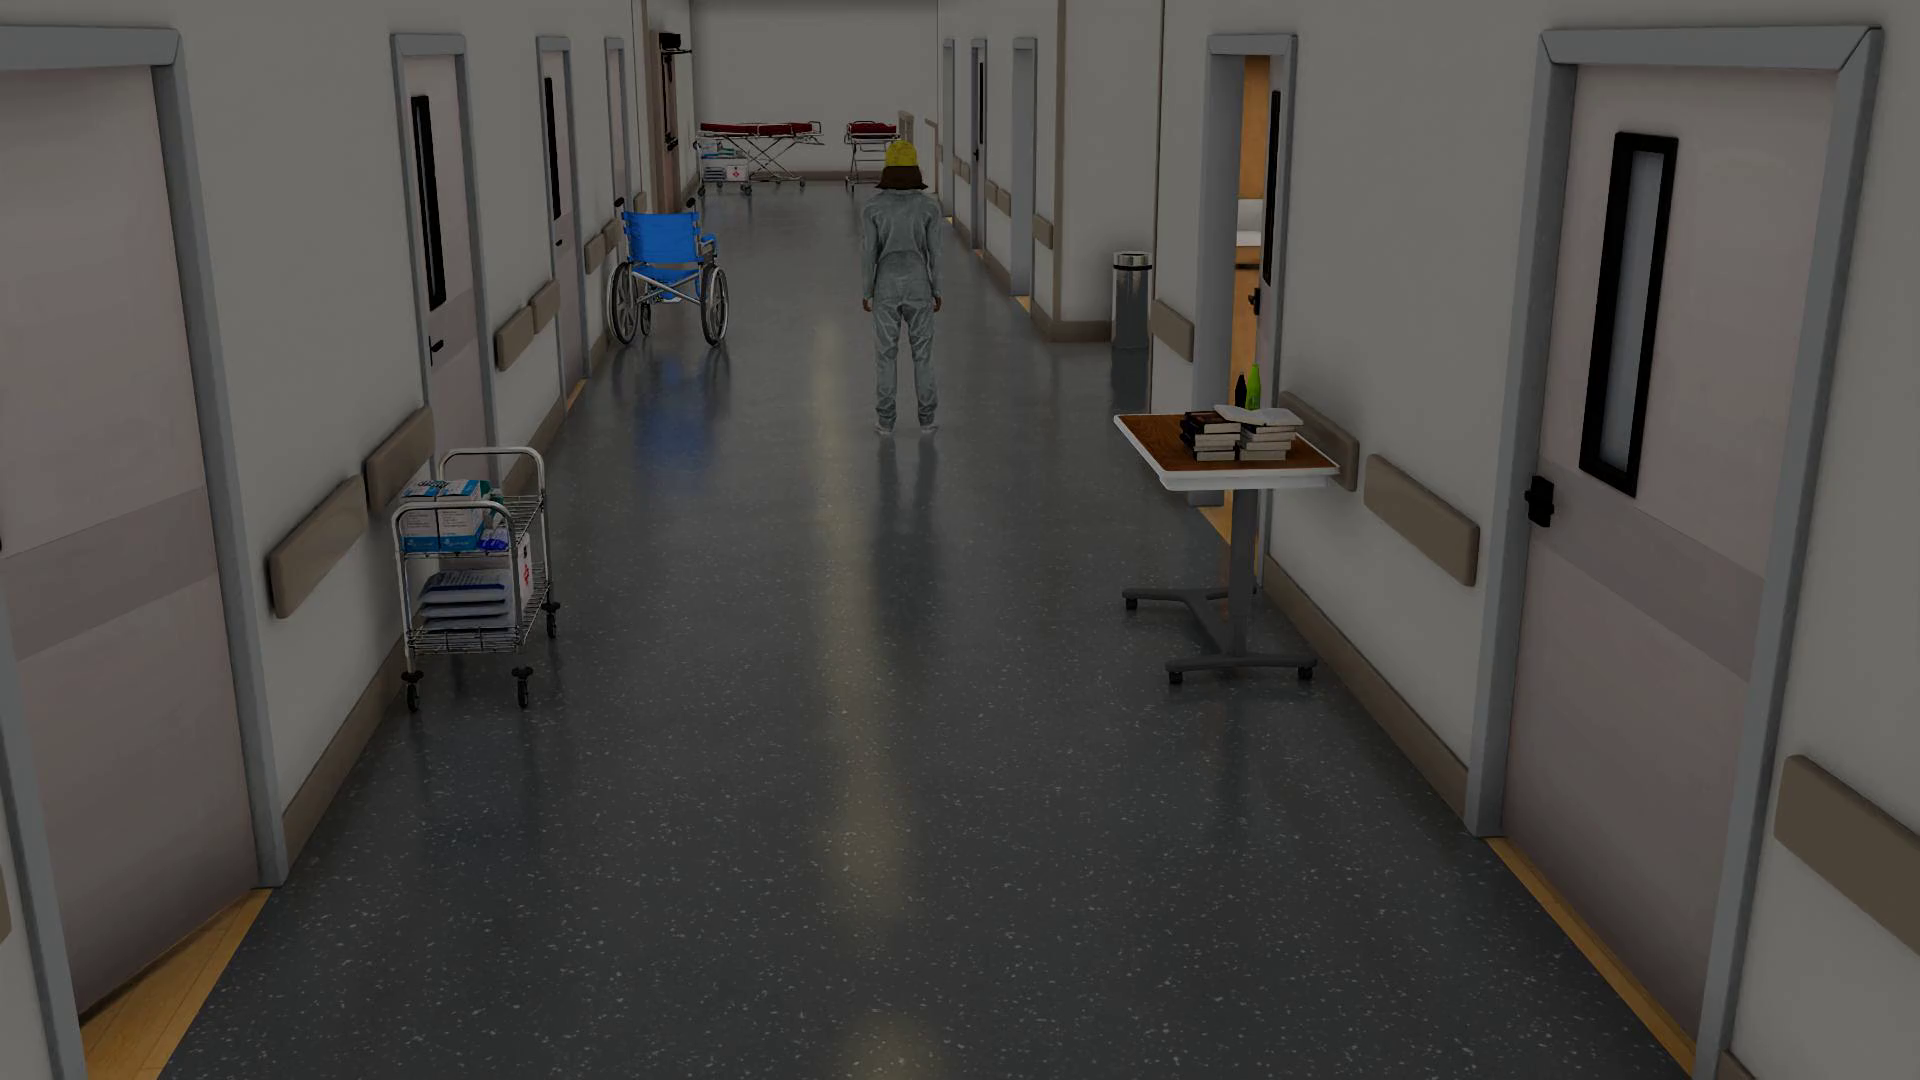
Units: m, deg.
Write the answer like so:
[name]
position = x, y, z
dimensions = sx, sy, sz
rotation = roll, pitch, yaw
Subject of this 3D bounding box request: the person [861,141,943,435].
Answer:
[person]
position = -0.347, -1.499, 9.971
dimensions = 0.493, 1.741, 0.309
rotation = -2, 17, -5
